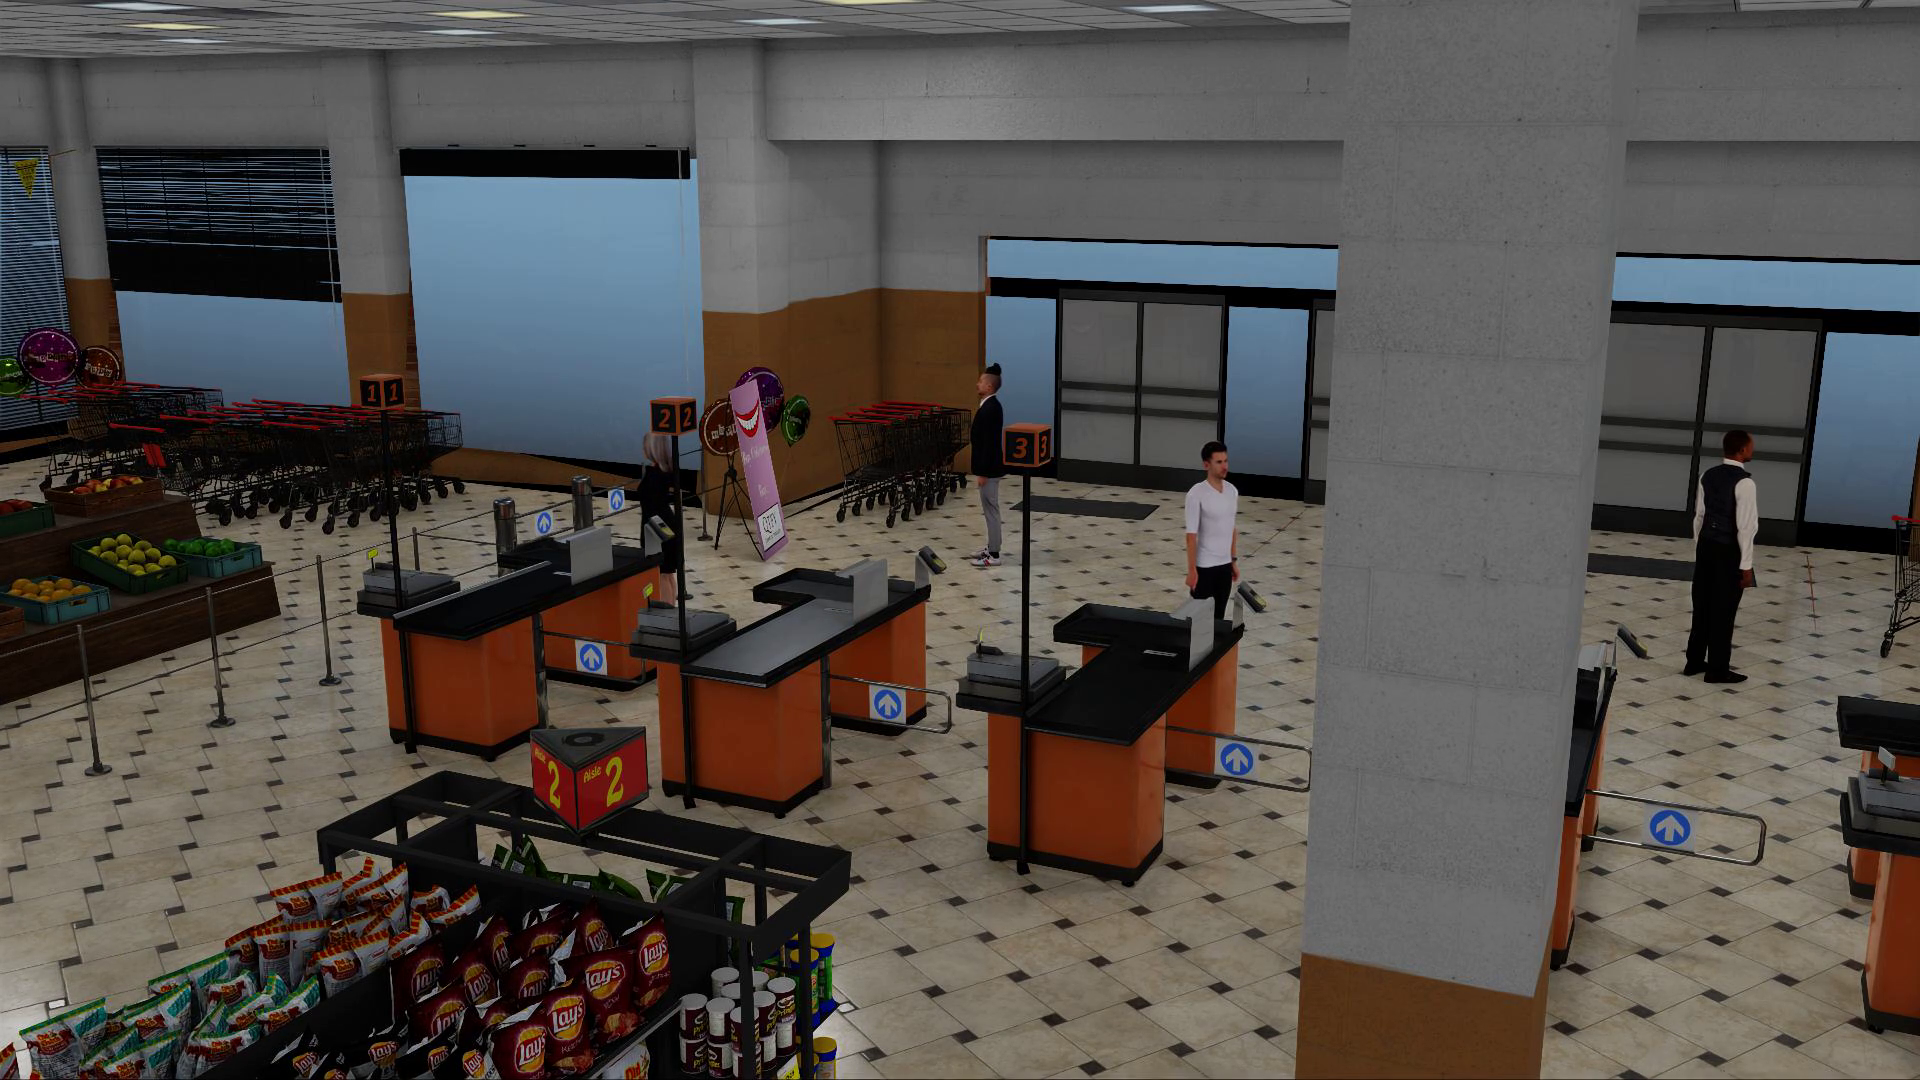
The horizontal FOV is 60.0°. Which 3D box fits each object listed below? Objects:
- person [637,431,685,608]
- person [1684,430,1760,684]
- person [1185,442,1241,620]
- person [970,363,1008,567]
[{"bbox_3d":[-2.452,-0.035,13.542,0.747,1.746,0.631,0,14,2],"label":"person"},{"bbox_3d":[5.757,0.113,12.566,0.832,1.918,0.765,-5,14,-18],"label":"person"},{"bbox_3d":[1.877,0.173,12.461,0.680,1.851,0.807,-10,17,-35],"label":"person"},{"bbox_3d":[0.285,-0.732,15.982,0.848,1.950,0.693,0,14,1],"label":"person"}]
